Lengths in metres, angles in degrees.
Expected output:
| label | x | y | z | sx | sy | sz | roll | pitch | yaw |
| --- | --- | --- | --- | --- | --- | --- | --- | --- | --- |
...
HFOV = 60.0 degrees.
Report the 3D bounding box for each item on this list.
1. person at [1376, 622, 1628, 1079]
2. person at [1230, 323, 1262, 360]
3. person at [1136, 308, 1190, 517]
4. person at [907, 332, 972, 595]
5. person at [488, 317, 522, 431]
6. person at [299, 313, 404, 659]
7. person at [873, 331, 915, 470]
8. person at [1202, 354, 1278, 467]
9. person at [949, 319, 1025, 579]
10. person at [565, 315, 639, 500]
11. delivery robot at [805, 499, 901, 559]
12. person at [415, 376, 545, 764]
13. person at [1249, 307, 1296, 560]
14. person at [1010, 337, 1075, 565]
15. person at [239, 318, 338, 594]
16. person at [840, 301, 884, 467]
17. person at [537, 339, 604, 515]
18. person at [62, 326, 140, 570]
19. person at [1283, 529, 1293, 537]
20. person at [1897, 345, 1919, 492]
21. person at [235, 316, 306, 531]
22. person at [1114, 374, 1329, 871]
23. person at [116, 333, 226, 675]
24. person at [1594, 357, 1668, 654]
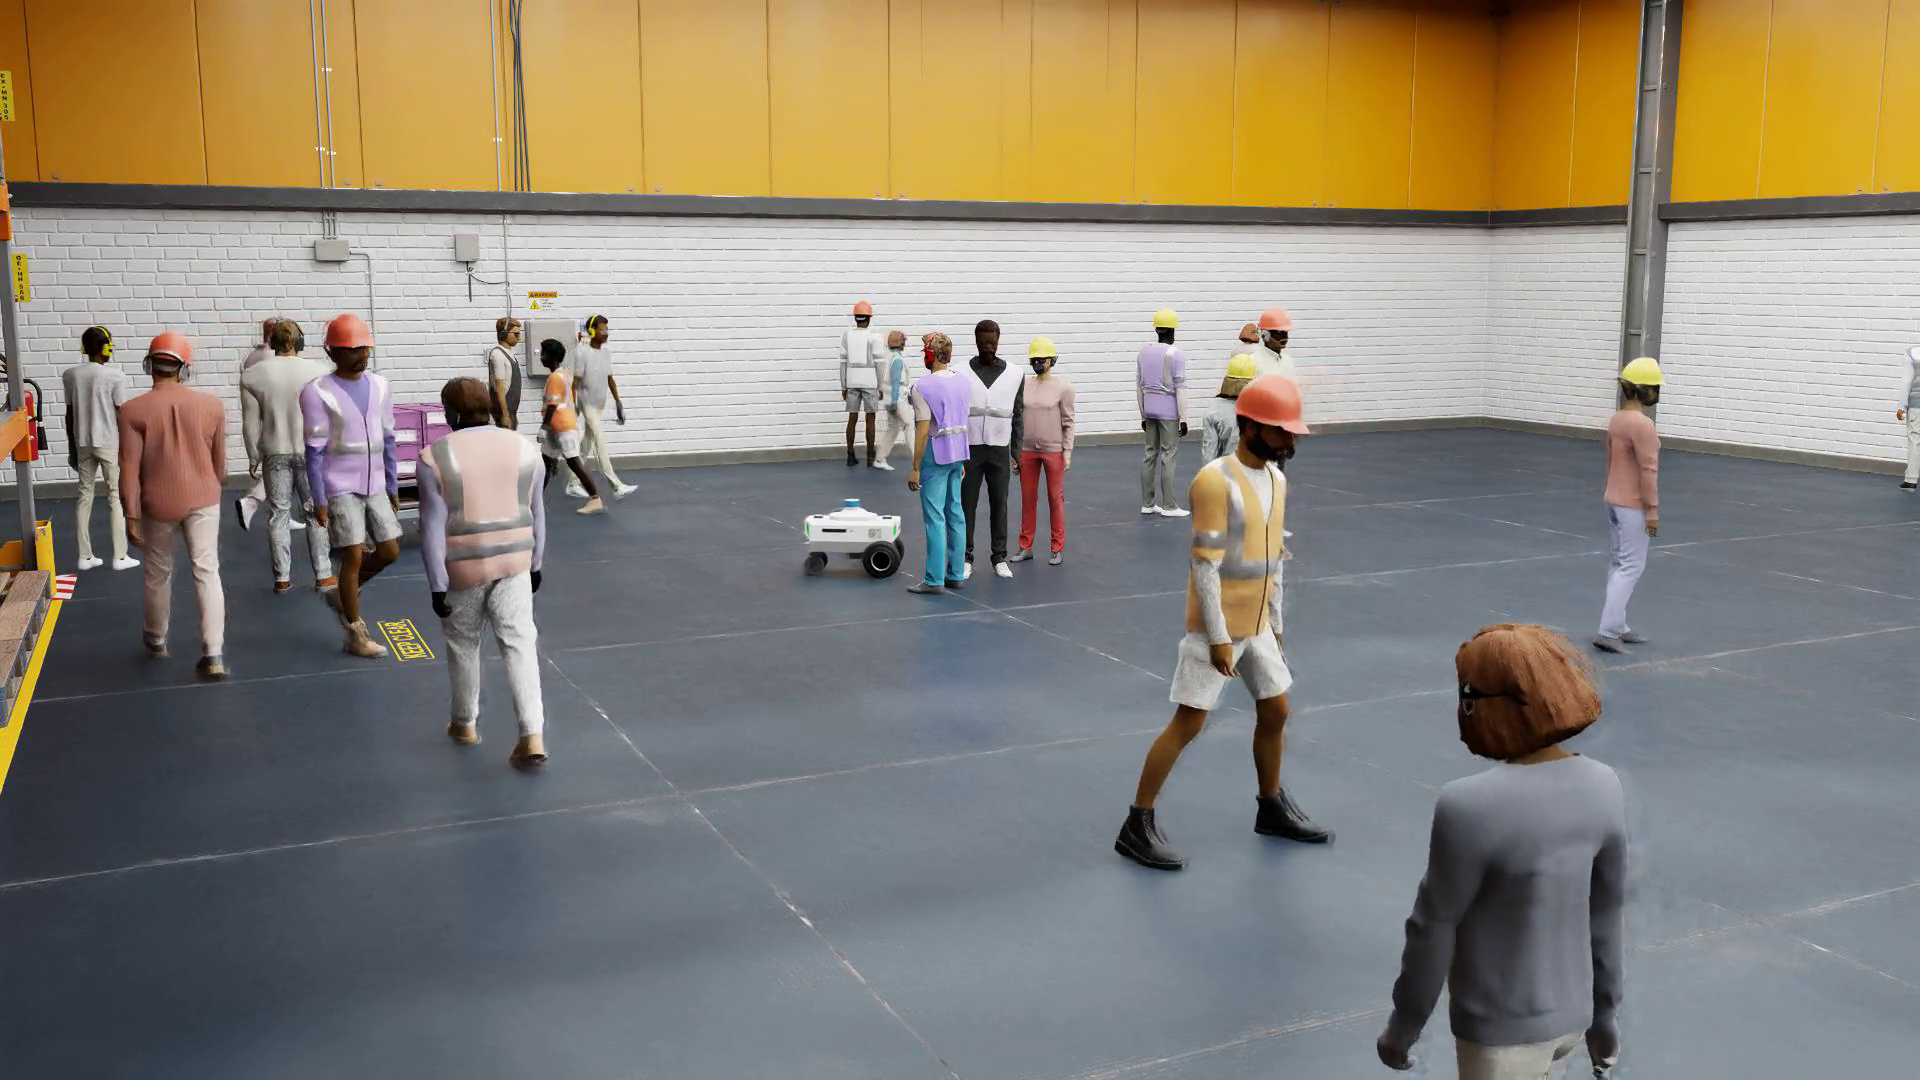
| label | x | y | z | sx | sy | sz | roll | pitch | yaw |
| --- | --- | --- | --- | --- | --- | --- | --- | --- | --- |
| person | 1.139 | 0.953 | 3.265 | 0.483 | 1.597 | 0.807 | -6 | 11 | -35 |
| person | 3.559 | -1.857 | 20.568 | 0.503 | 1.631 | 0.282 | 9 | 13 | 44 |
| person | 1.885 | -1.174 | 15.408 | 0.360 | 1.930 | 0.588 | -8 | 12 | -40 |
| person | -0.134 | -0.532 | 11.689 | 0.390 | 1.846 | 0.565 | 7 | 12 | 37 |
| person | -4.317 | -1.206 | 15.888 | 0.345 | 1.842 | 0.504 | -1 | 9 | -8 |
| person | -3.612 | -0.321 | 9.823 | 0.587 | 2.028 | 0.620 | 6 | 11 | 32 |
| person | -0.657 | -1.568 | 18.884 | 0.672 | 1.594 | 0.519 | -2 | 9 | -13 |
| person | 1.791 | -0.320 | 10.692 | 0.484 | 1.744 | 0.294 | 0 | 9 | 3 |
| person | 0.189 | -0.673 | 12.337 | 0.593 | 1.920 | 0.391 | -1 | 9 | -6 |
| person | -3.596 | -1.307 | 16.547 | 0.951 | 1.828 | 0.557 | 4 | 10 | 23 |
| delivery robot | -0.805 | -0.065 | 12.481 | 0.707 | 0.478 | 0.477 | 1 | 10 | 2 |
| person | -2.194 | 0.139 | 7.723 | 0.631 | 1.803 | 0.960 | -6 | 11 | -34 |
| person | 2.409 | -0.808 | 12.937 | 0.612 | 1.994 | 0.395 | -9 | 13 | -44 |
| person | 0.632 | -0.686 | 12.891 | 0.522 | 1.768 | 0.312 | 4 | 10 | 24 |
| person | -4.699 | -0.584 | 11.721 | 0.635 | 1.937 | 0.353 | -2 | 9 | -14 |
| person | -1.132 | -1.820 | 19.430 | 0.545 | 1.929 | 0.384 | 4 | 10 | 21 |
| person | -3.743 | -1.041 | 15.450 | 0.869 | 1.648 | 0.538 | -2 | 9 | -13 |
| person | -6.556 | -0.695 | 12.678 | 0.507 | 1.858 | 0.352 | 1 | 9 | 4 |
| person | 2.439 | -0.779 | 13.999 | 0.839 | 1.604 | 0.525 | -7 | 11 | -36 |
| person | 9.971 | -1.401 | 17.131 | 0.593 | 1.828 | 0.403 | 2 | 9 | 11 |
| person | -5.972 | -0.973 | 14.293 | 0.658 | 1.890 | 0.670 | 7 | 12 | 37 |
| person | 1.060 | 0.304 | 6.408 | 0.520 | 1.899 | 0.712 | 9 | 13 | 44 |
| person | -4.466 | -0.207 | 9.475 | 0.607 | 1.926 | 1.105 | -7 | 12 | -38 |
| person | 4.021 | -0.202 | 9.947 | 0.337 | 1.780 | 0.526 | 0 | 9 | 1 |
